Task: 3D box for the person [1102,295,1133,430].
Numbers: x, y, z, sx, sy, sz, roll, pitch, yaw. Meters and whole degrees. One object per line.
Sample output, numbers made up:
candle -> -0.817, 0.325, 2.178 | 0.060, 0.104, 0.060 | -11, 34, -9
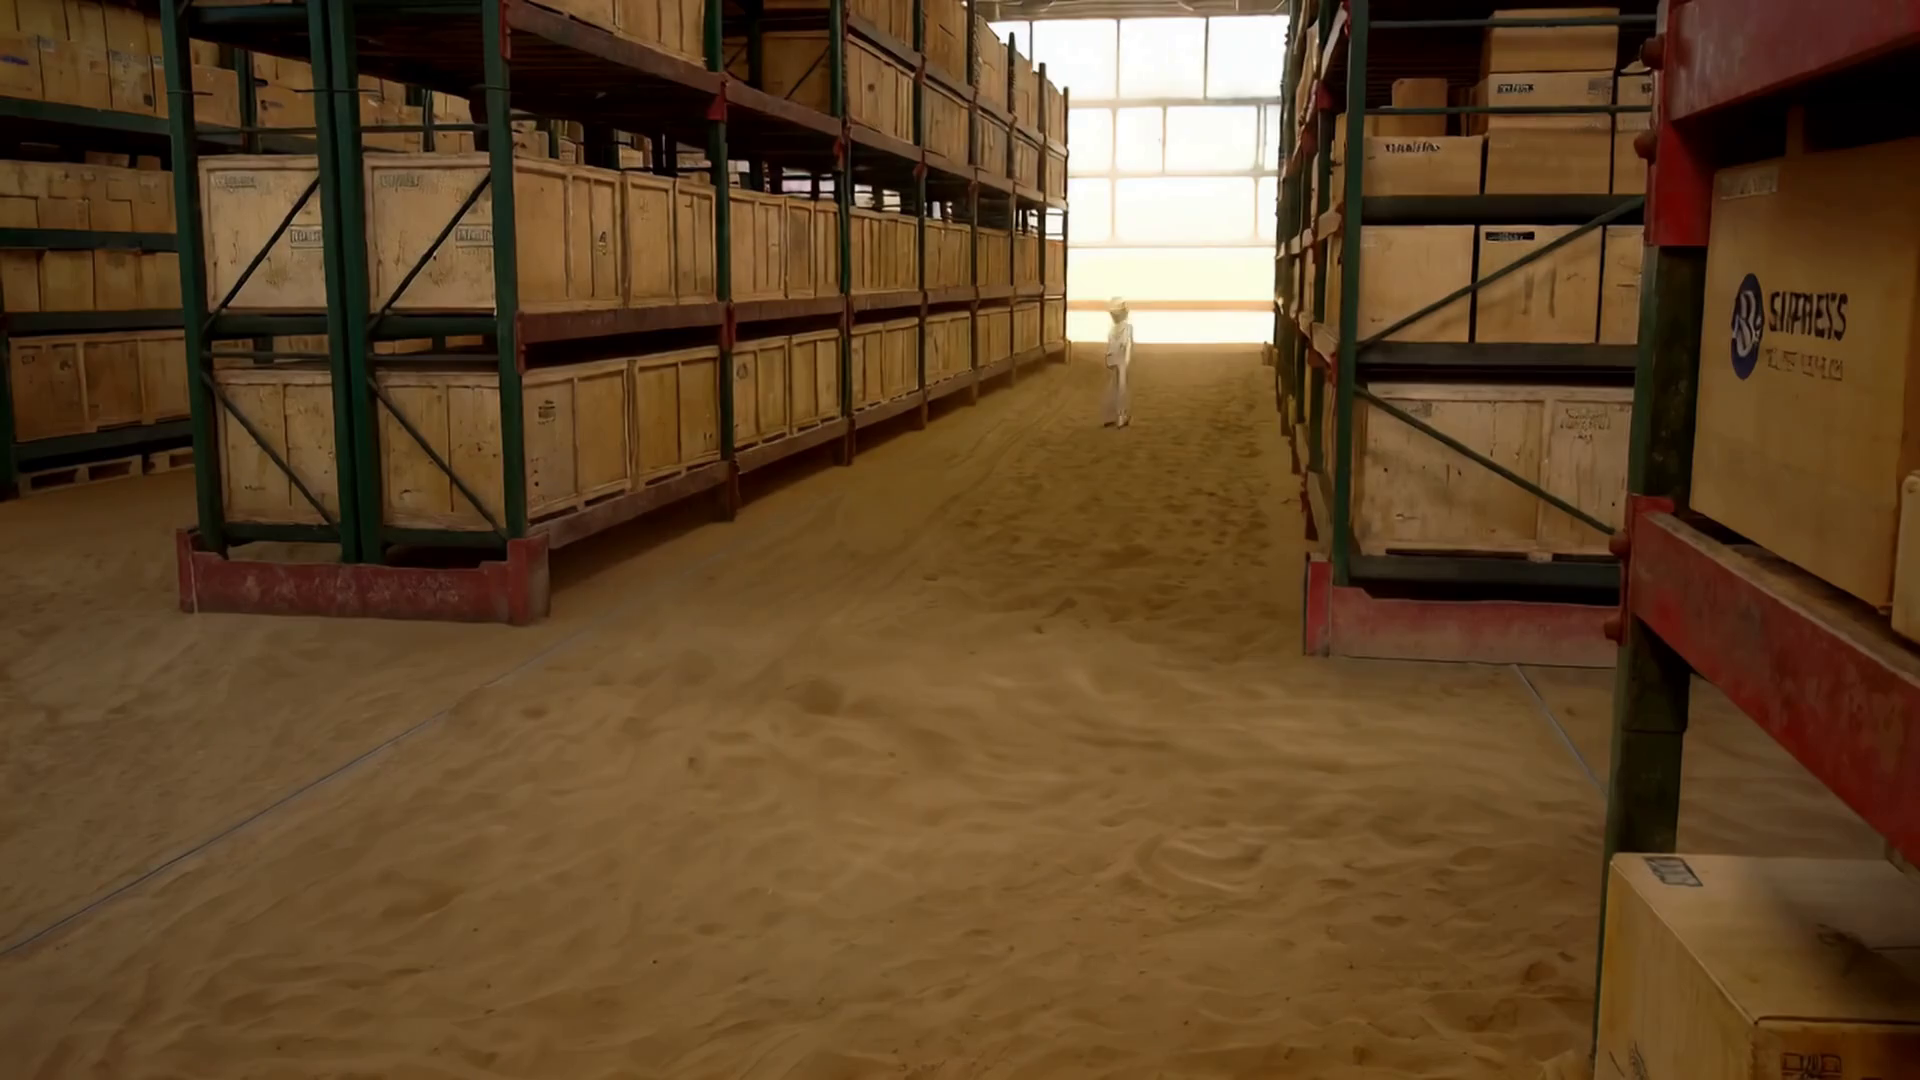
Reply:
person -> 2.042, -2.266, 21.338 | 0.325, 1.725, 0.533 | -4, 10, -25
